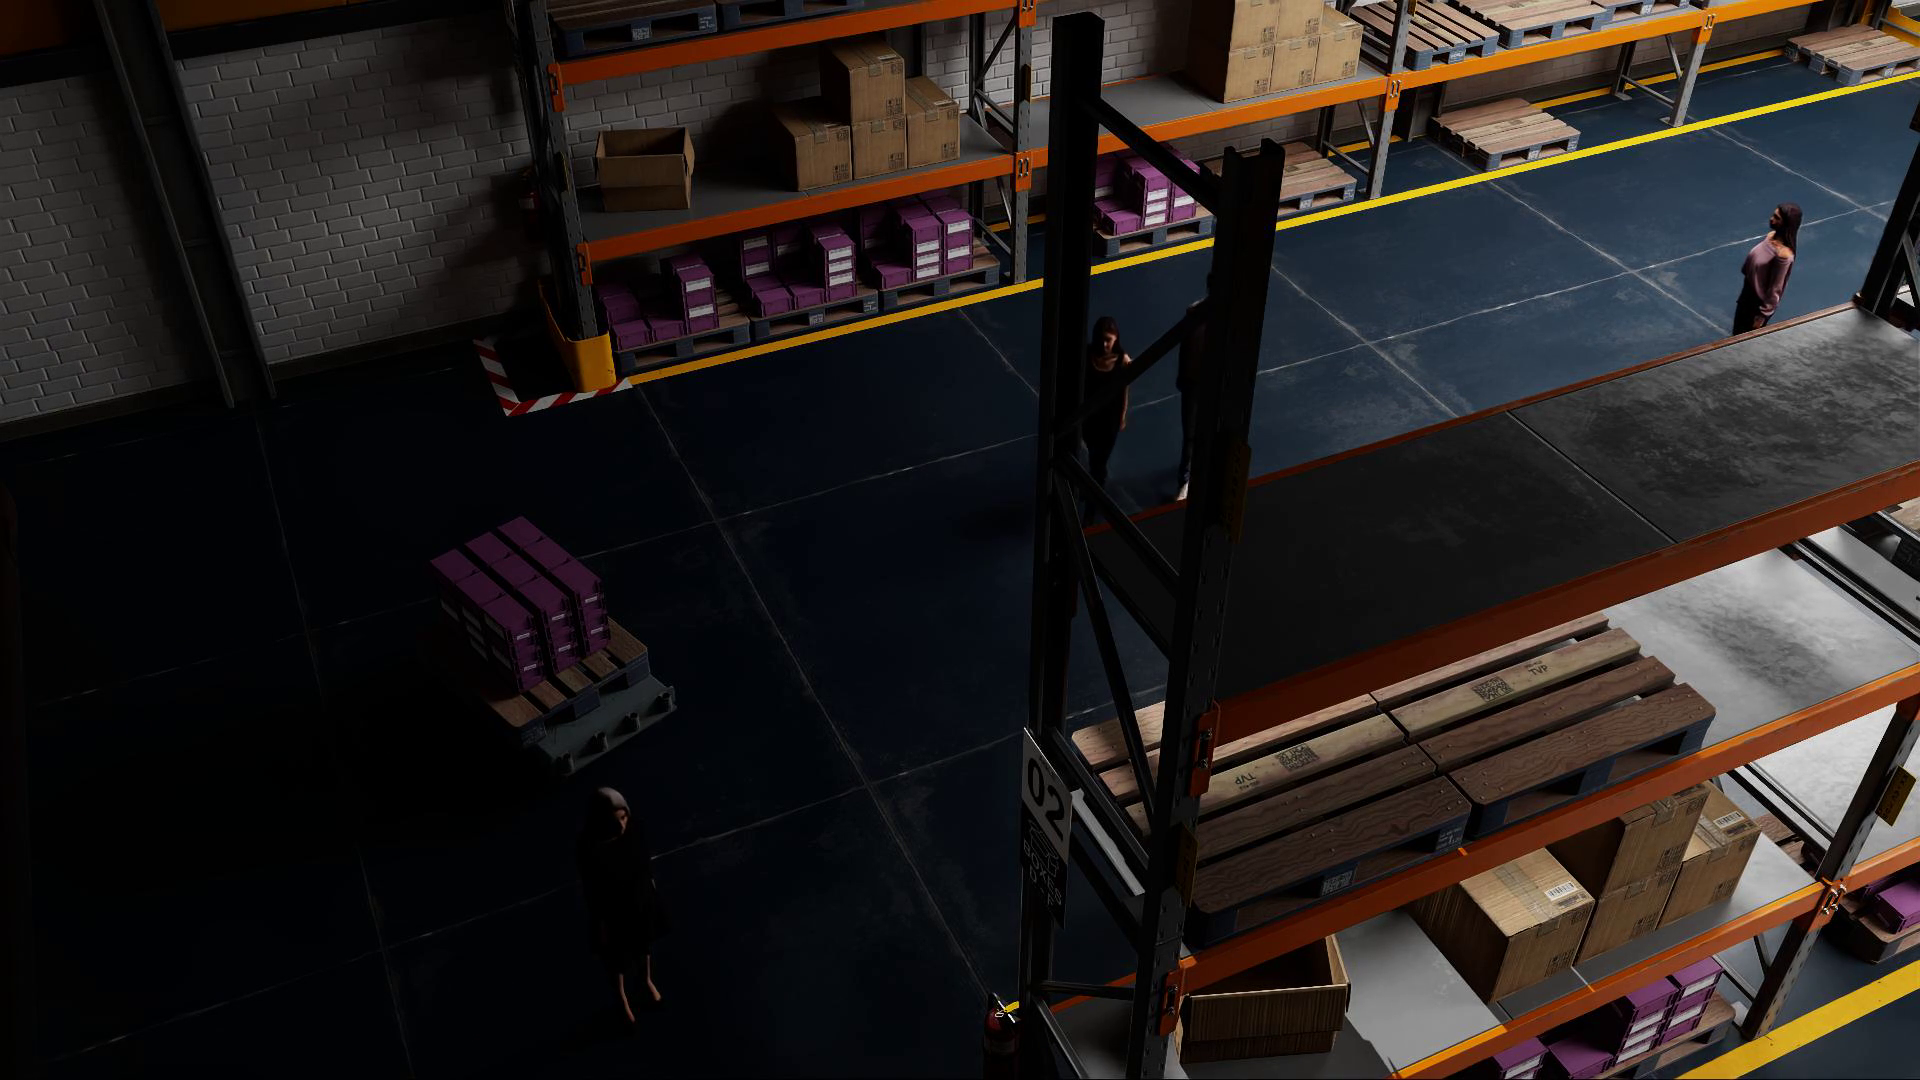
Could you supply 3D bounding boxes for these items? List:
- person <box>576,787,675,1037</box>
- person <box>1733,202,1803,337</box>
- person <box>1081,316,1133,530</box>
[{"bbox_3d":[-1.741,1.913,8.652,0.745,1.747,0.632,29,47,31],"label":"person"},{"bbox_3d":[6.390,-1.874,13.342,0.691,1.811,0.703,2,39,2],"label":"person"},{"bbox_3d":[1.030,-0.951,12.325,1.093,1.638,1.128,11,40,14],"label":"person"}]
